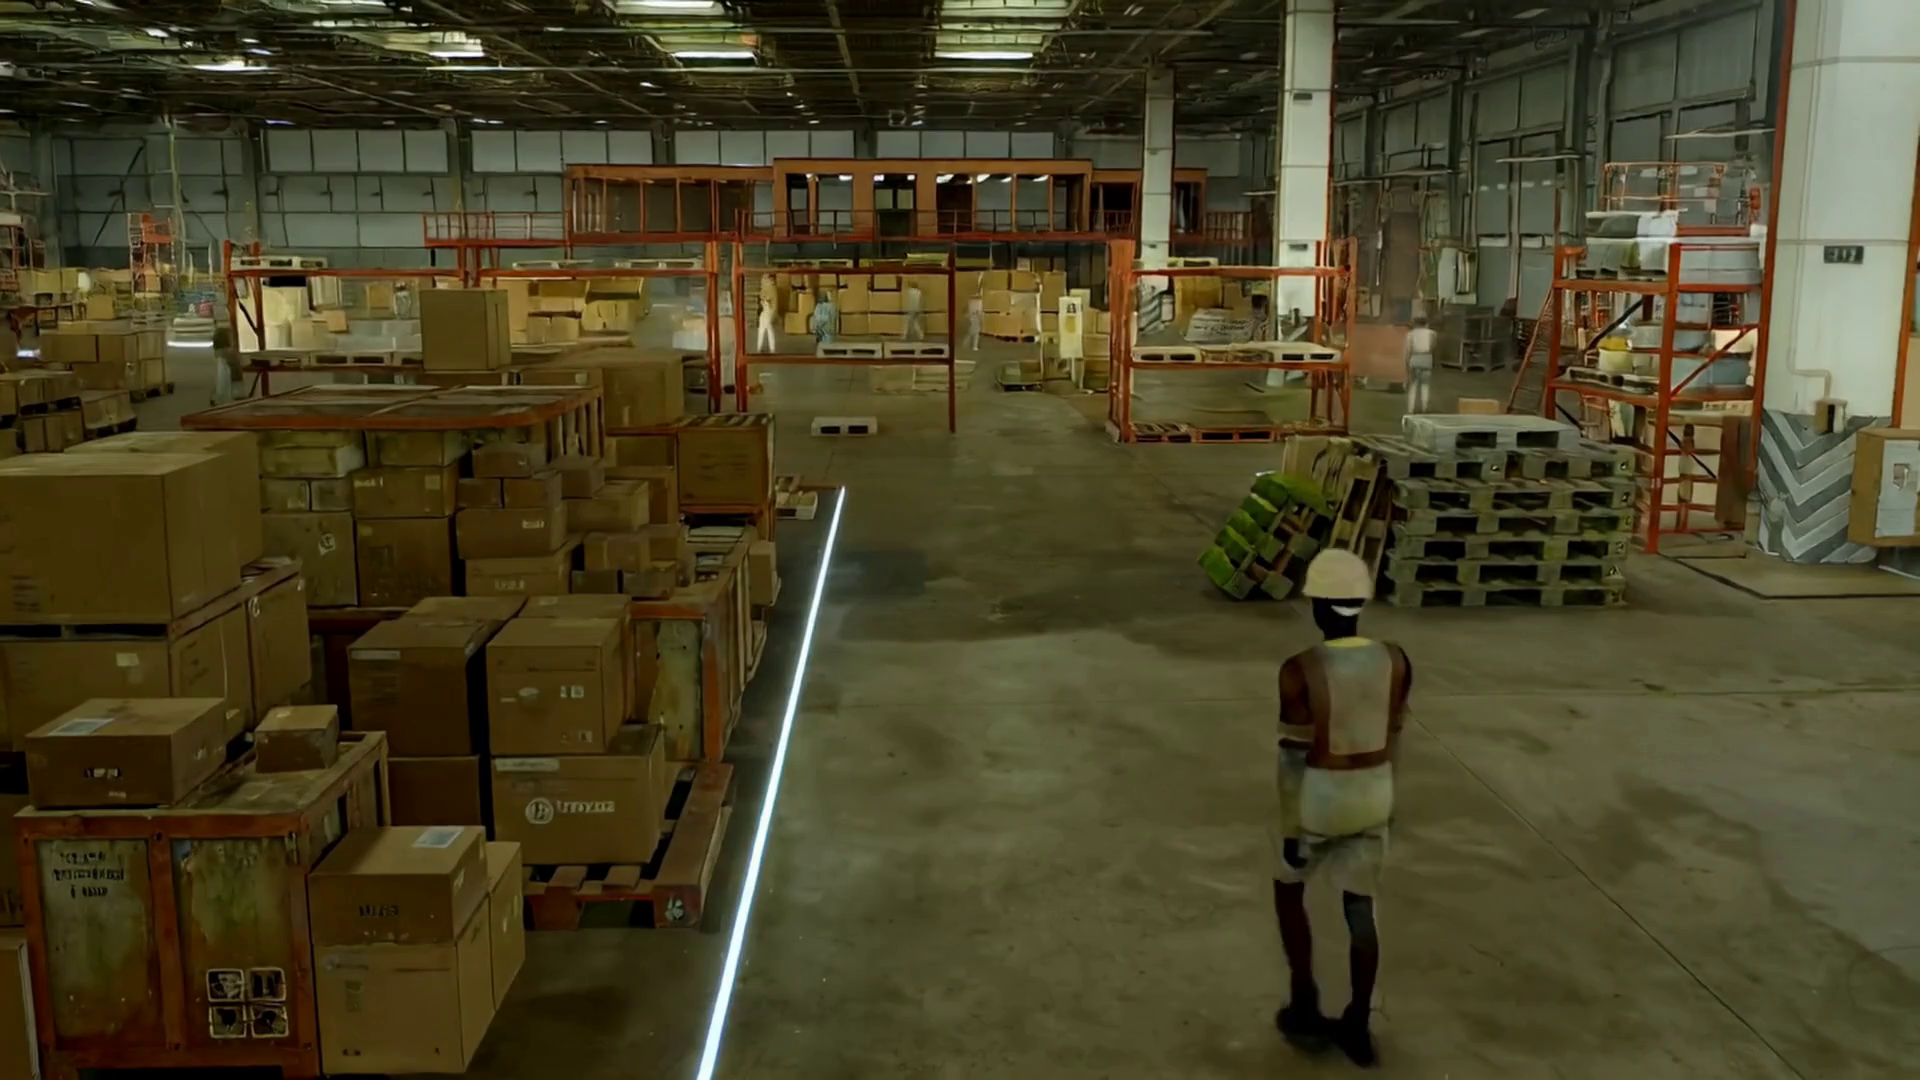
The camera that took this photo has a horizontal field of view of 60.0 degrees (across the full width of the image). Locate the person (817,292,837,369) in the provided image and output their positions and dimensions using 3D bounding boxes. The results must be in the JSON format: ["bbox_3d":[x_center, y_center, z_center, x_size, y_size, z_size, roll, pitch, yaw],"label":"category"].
[{"bbox_3d":[-3.196,-5.018,39.841,0.430,1.840,0.623,-6,12,-31],"label":"person"}]

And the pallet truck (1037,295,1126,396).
[{"bbox_3d":[2.483,-3.881,33.060,1.885,1.965,0.823,-7,13,-36],"label":"pallet truck"}]

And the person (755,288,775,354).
[{"bbox_3d":[-5.245,-5.878,44.779,0.513,1.797,0.982,-5,11,-26],"label":"person"}]

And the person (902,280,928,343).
[{"bbox_3d":[-1.350,-6.686,48.959,0.845,1.914,0.635,8,13,37],"label":"person"}]

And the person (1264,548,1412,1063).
[{"bbox_3d":[1.397,0.983,6.202,0.560,1.918,0.527,-3,10,-14],"label":"person"}]

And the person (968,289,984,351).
[{"bbox_3d":[0.470,-6.152,46.456,0.501,1.727,0.380,9,13,41],"label":"person"}]

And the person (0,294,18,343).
[{"bbox_3d":[-21.445,-4.587,37.358,0.536,1.866,0.314,1,10,3],"label":"person"}]

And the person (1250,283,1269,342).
[{"bbox_3d":[8.162,-6.015,45.188,0.617,1.908,0.762,9,14,42],"label":"person"}]

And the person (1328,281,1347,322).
[{"bbox_3d":[11.952,-7.298,52.629,0.670,1.816,0.493,-2,10,-11],"label":"person"}]

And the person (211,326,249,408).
[{"bbox_3d":[-9.822,-1.909,22.322,0.492,1.904,0.608,0,10,-3],"label":"person"}]

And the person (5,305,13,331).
[{"bbox_3d":[-23.551,-5.246,40.796,0.627,1.941,0.709,0,10,2],"label":"person"}]

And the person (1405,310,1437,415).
[{"bbox_3d":[7.759,-2.916,28.042,0.534,1.897,0.981,2,10,12],"label":"person"}]

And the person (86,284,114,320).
[{"bbox_3d":[-21.350,-5.364,41.332,0.611,1.994,0.385,-6,12,-30],"label":"person"}]

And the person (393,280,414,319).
[{"bbox_3d":[-16.287,-6.648,48.735,0.567,1.899,0.851,-4,11,-19],"label":"person"}]

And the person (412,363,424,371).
[{"bbox_3d":[-6.288,-1.505,20.073,0.421,1.913,0.651,8,13,36],"label":"person"}]

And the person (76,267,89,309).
[{"bbox_3d":[-39.219,-11.268,74.477,0.641,1.905,0.410,5,11,24],"label":"person"}]

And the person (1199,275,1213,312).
[{"bbox_3d":[10.557,-10.767,71.465,0.612,1.986,0.407,3,11,19],"label":"person"}]

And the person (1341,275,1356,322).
[{"bbox_3d":[13.983,-8.680,60.061,0.591,1.907,0.744,-2,10,-12],"label":"person"}]

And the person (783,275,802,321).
[{"bbox_3d":[-6.011,-8.806,60.887,0.893,1.855,0.581,0,10,3],"label":"person"}]
